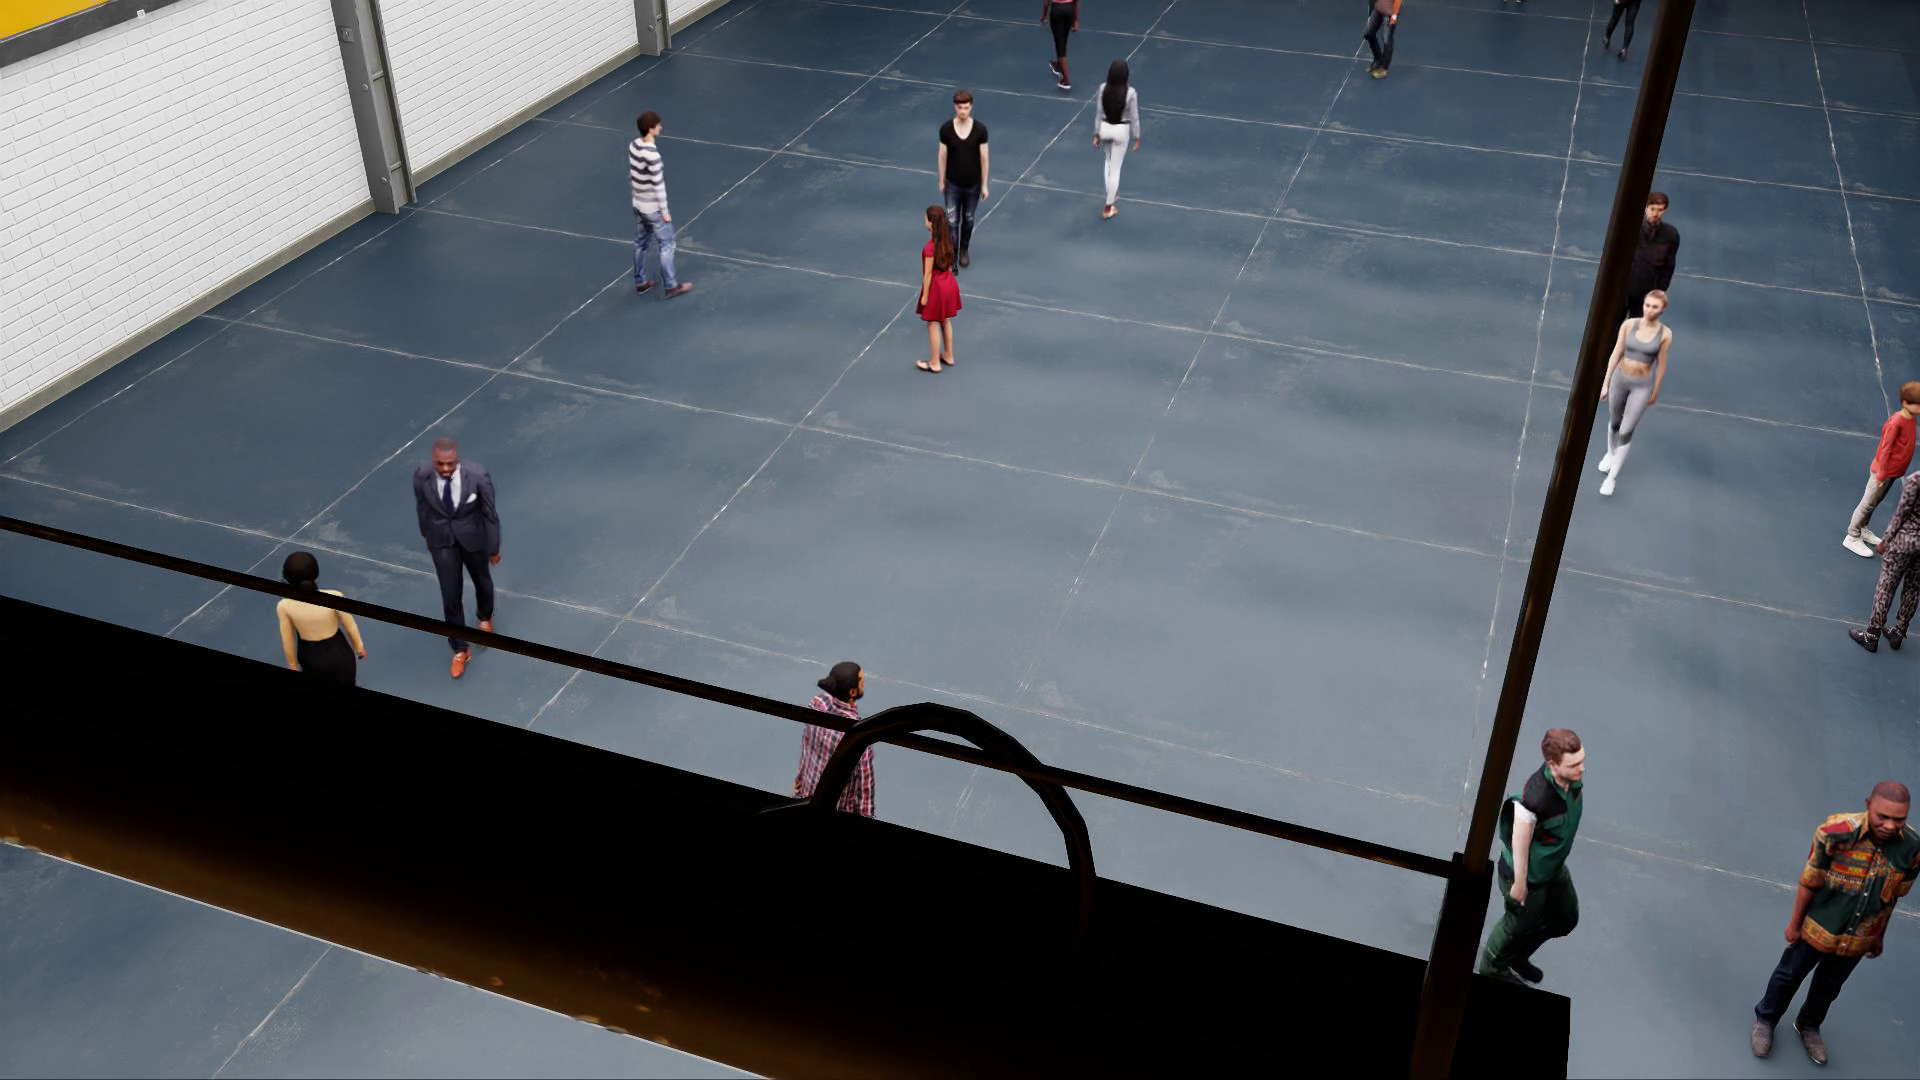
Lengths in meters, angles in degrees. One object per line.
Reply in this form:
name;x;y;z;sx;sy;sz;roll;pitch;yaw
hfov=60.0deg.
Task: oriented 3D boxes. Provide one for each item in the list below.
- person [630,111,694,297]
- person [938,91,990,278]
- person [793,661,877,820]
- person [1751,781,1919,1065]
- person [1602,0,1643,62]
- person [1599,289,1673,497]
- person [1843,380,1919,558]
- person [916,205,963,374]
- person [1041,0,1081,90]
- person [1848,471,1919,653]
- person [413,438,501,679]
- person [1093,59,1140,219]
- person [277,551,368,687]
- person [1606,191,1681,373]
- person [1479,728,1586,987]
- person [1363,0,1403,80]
person;-3.060;-3.258;16.225;0.812;1.839;0.870;29;43;36
person;0.041;-3.629;16.765;0.903;1.860;1.184;0;34;0
person;-0.760;1.461;9.239;1.143;1.713;1.037;-20;38;-27
person;4.471;1.920;8.465;0.722;1.807;0.688;7;34;10
person;9.107;-7.325;22.536;0.809;1.626;1.077;0;34;0
person;5.387;-1.246;13.333;0.688;1.689;0.949;19;38;26
person;6.990;-0.561;12.549;0.528;1.417;0.643;-28;43;-35
person;-0.187;-2.269;14.999;0.678;1.550;0.610;21;39;28
person;1.341;-6.712;21.537;1.061;1.712;1.218;-10;35;-14
person;6.537;0.022;11.405;0.663;1.713;0.686;-2;34;-3
person;-3.424;-0.021;11.408;0.967;1.781;1.086;-3;34;-5
person;1.629;-4.300;17.912;0.697;1.708;0.800;17;37;24
person;-3.904;0.826;10.257;0.724;1.643;0.780;-6;34;-9
person;5.957;-2.231;14.721;0.824;1.794;1.139;7;34;11
person;2.979;1.680;8.807;0.830;1.827;0.736;27;42;34
person;5.686;-6.984;21.892;0.783;1.771;0.746;-20;38;-27
